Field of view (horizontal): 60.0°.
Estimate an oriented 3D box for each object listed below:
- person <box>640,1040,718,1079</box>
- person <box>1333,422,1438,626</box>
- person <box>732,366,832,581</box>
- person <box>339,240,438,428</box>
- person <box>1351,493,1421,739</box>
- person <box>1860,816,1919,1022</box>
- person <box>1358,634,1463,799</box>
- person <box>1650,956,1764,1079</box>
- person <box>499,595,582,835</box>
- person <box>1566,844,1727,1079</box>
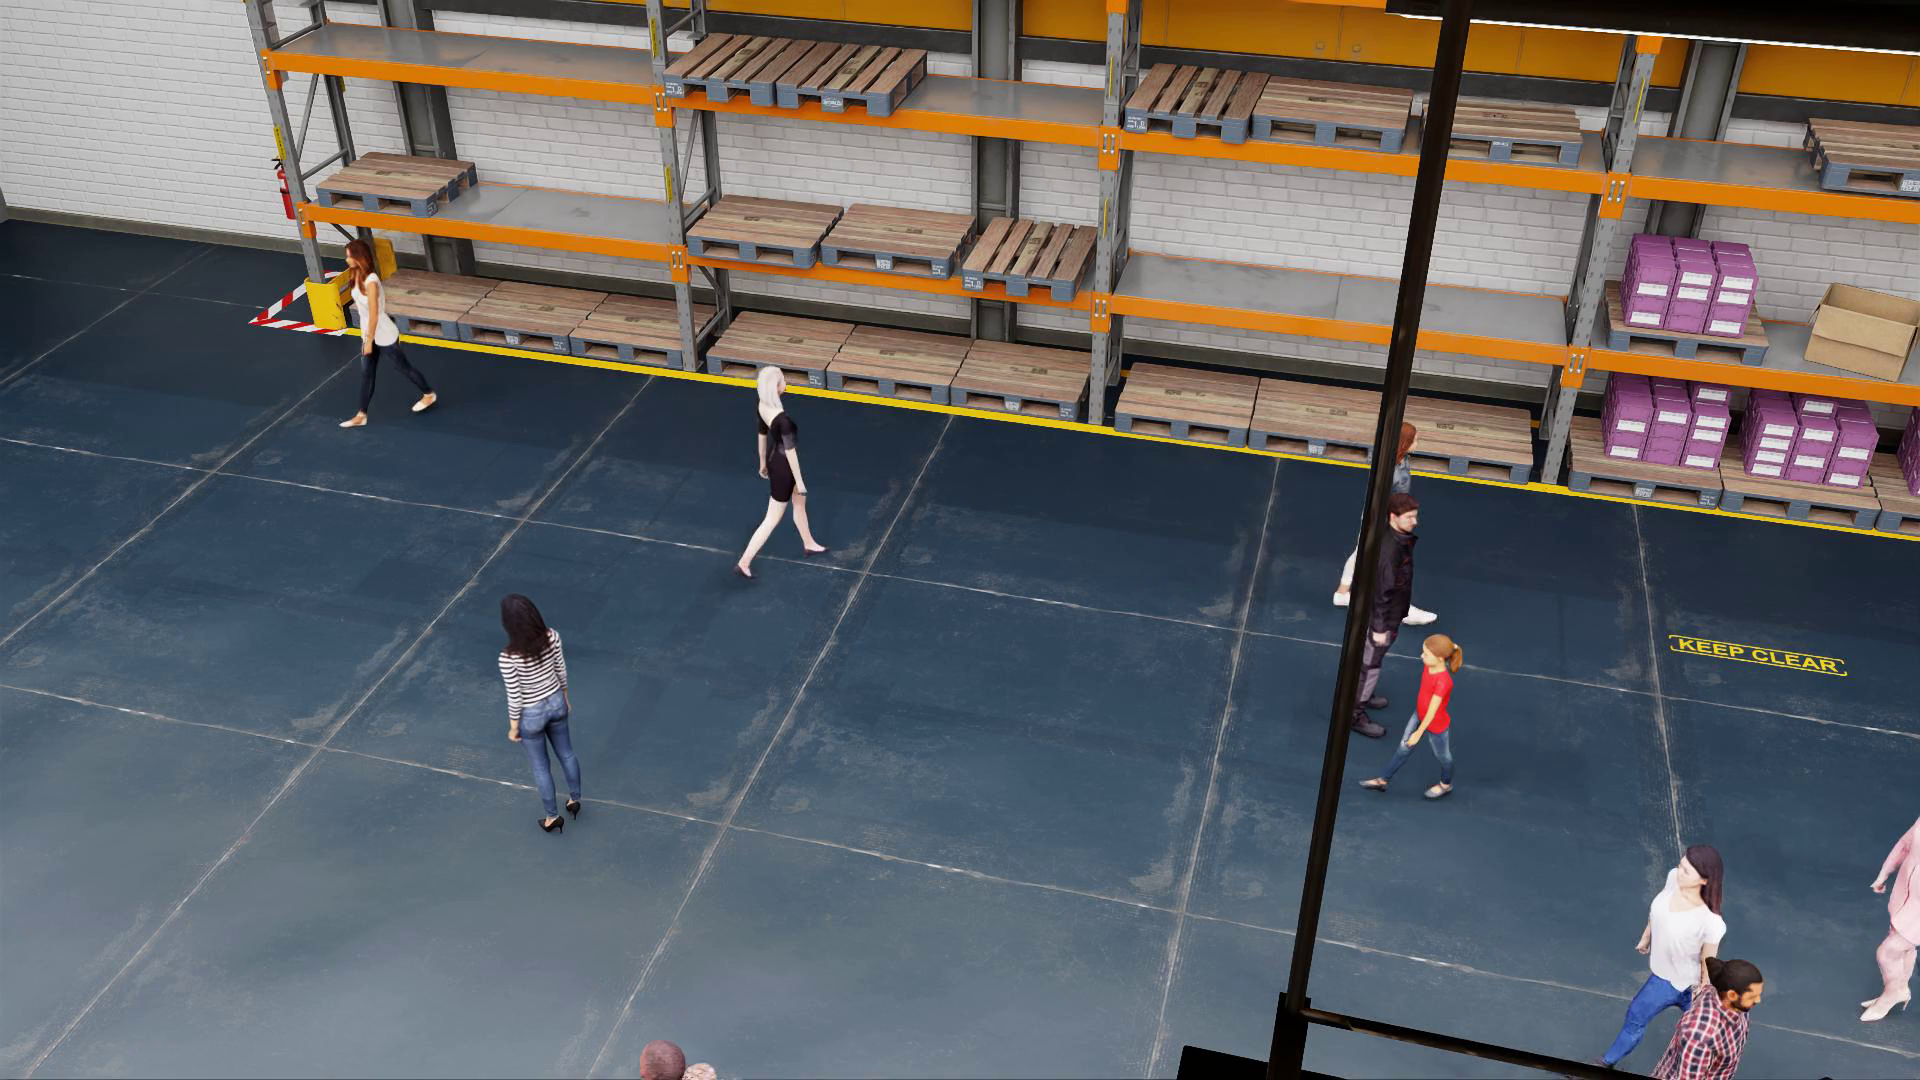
[{"bbox_3d":[-1.157,2.984,7.572,0.923,1.784,0.827,16,37,22],"label":"person"},{"bbox_3d":[3.058,-0.146,12.387,1.041,1.667,0.713,12,35,17],"label":"person"},{"bbox_3d":[-1.450,-0.467,12.756,1.134,1.792,1.113,-20,39,-27],"label":"person"},{"bbox_3d":[-5.095,-1.852,14.894,1.062,1.731,1.161,-28,43,-35],"label":"person"},{"bbox_3d":[2.849,0.477,11.293,0.562,1.839,0.722,10,35,15],"label":"person"},{"bbox_3d":[5.351,1.970,9.097,0.746,1.785,0.733,-3,34,-4],"label":"person"},{"bbox_3d":[3.121,1.167,10.762,0.935,1.278,0.735,-7,34,-10],"label":"person"},{"bbox_3d":[3.492,2.638,8.123,0.811,1.750,0.832,27,42,34],"label":"person"},{"bbox_3d":[-2.617,1.098,10.398,0.655,1.796,0.660,28,43,35],"label":"person"},{"bbox_3d":[3.853,2.262,8.790,1.211,1.638,0.879,-3,34,-5],"label":"person"}]
